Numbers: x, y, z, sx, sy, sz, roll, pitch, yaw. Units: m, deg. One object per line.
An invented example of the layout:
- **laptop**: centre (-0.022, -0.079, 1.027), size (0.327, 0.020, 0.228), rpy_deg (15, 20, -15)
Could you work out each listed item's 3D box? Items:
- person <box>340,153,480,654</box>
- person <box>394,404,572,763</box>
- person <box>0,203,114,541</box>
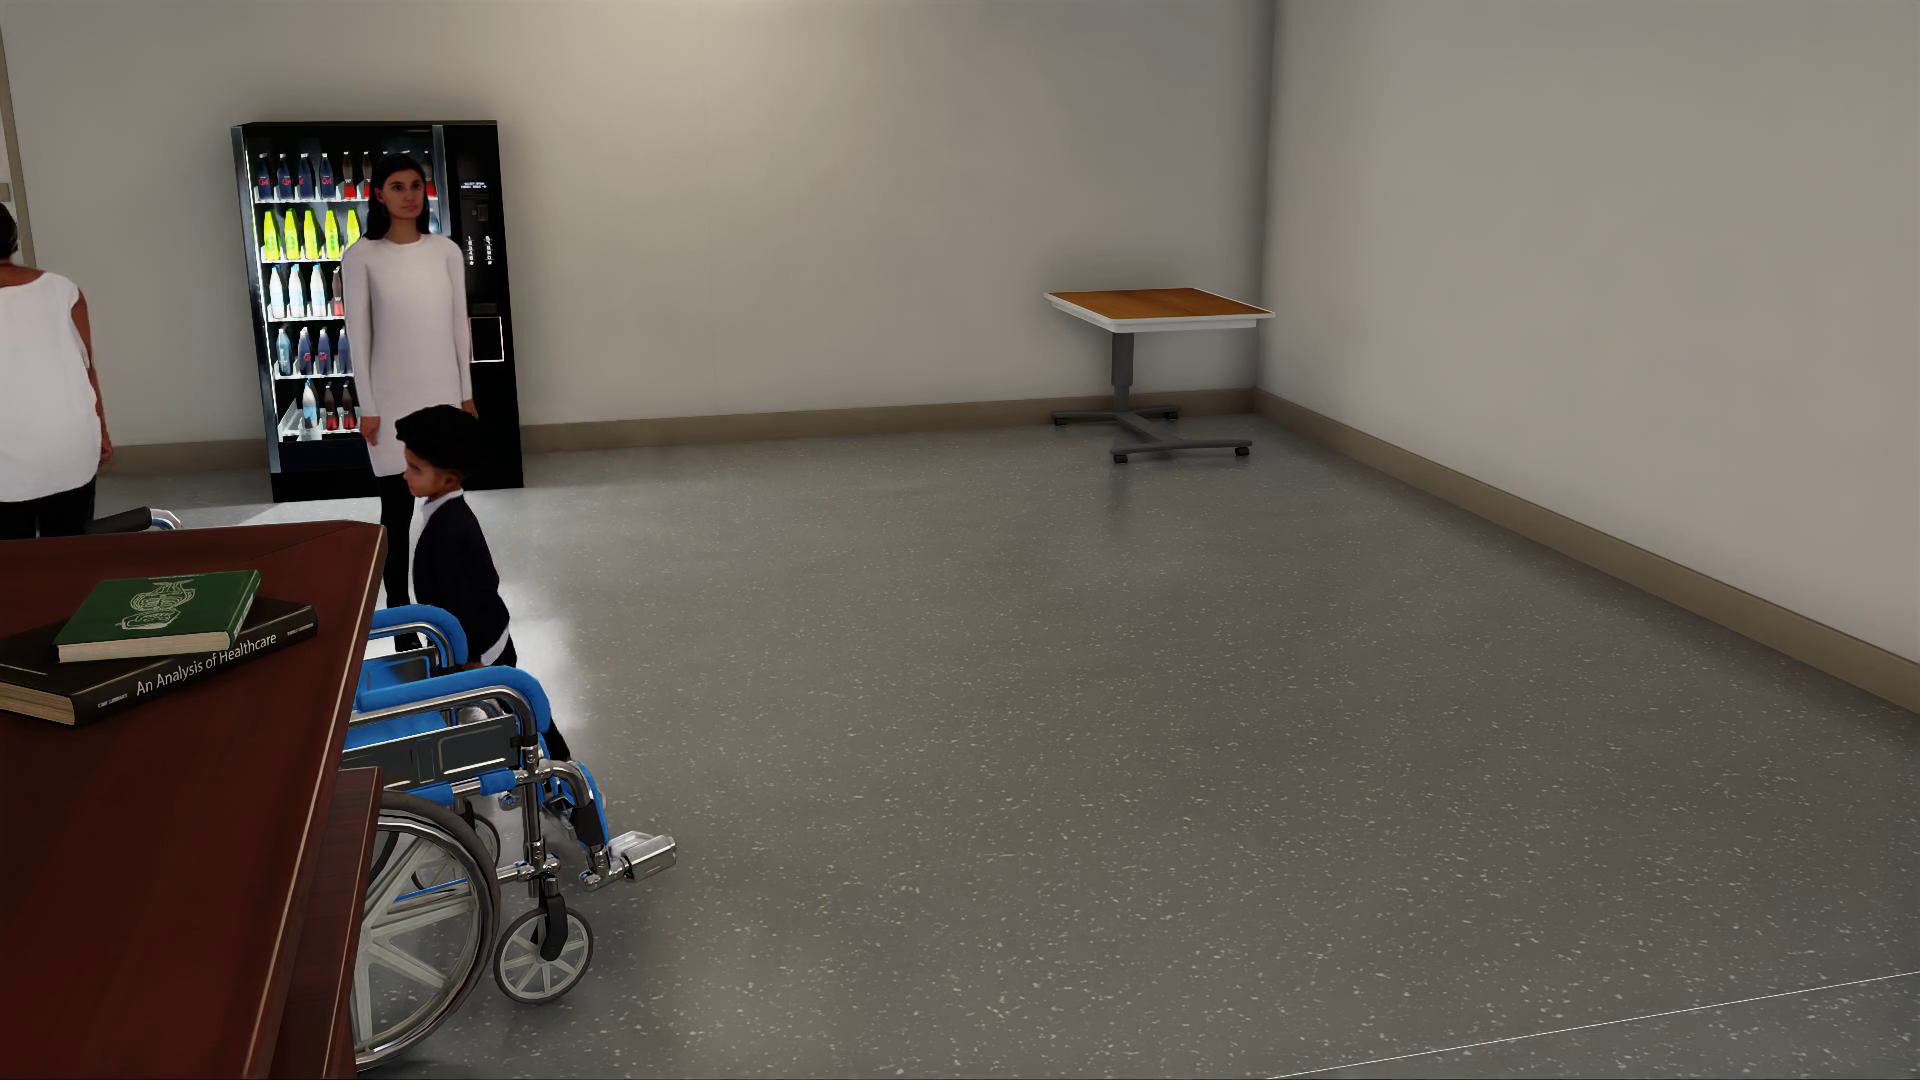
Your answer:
- **person**: centre (-1.972, -0.484, 6.048), size (0.615, 1.809, 0.743), rpy_deg (-13, 20, -38)
- **person**: centre (-1.298, 0.232, 4.569), size (0.891, 1.193, 0.654), rpy_deg (-1, 16, -2)
- **person**: centre (-3.219, -0.328, 5.754), size (0.821, 1.668, 0.883), rpy_deg (-10, 19, -33)
